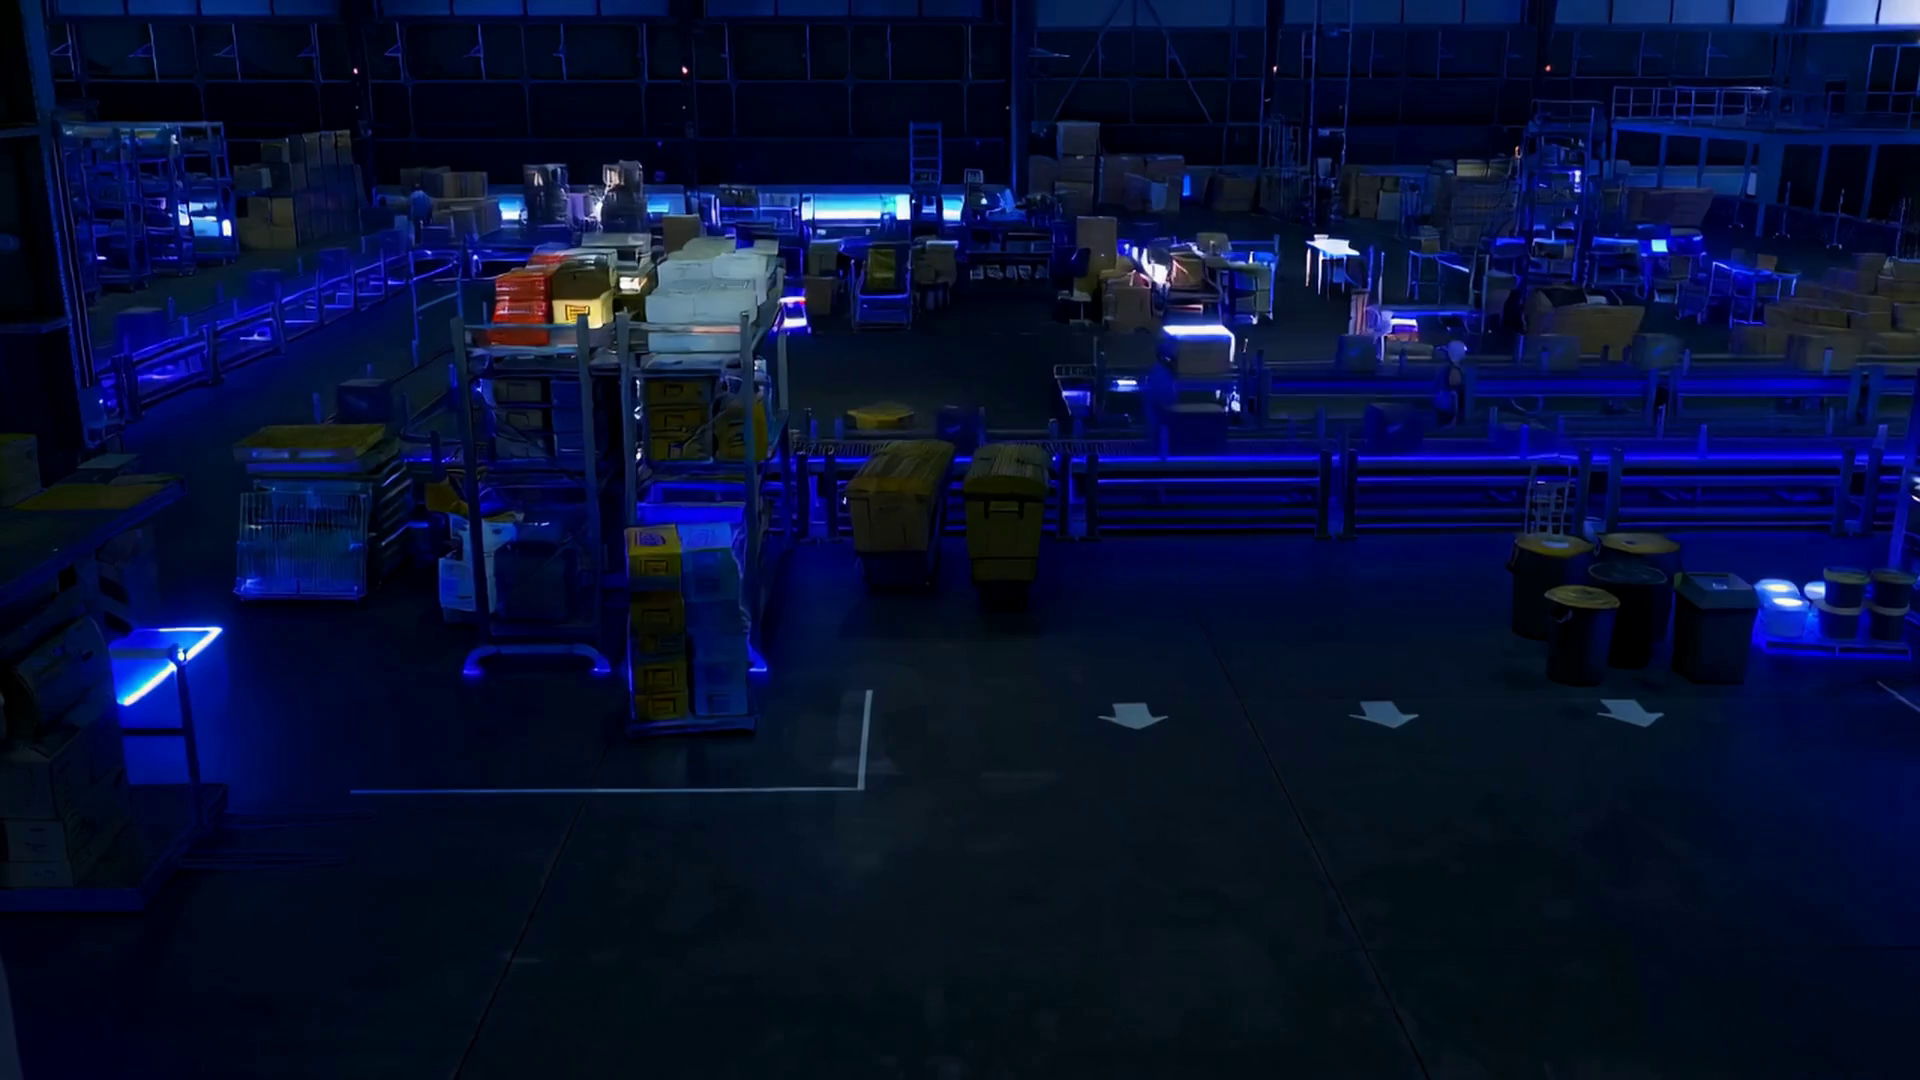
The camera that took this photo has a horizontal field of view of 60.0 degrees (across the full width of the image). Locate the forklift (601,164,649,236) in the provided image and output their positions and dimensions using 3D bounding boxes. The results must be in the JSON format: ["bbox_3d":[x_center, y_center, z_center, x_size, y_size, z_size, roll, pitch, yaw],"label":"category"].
[{"bbox_3d":[-9.948,-10.127,49.296,1.157,1.987,2.680,-1,16,-3],"label":"forklift"}]

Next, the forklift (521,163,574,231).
[{"bbox_3d":[-12.233,-10.122,49.298,1.157,1.987,2.680,0,16,-1],"label":"forklift"}]

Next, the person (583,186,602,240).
[{"bbox_3d":[-9.910,-8.653,45.013,0.591,1.837,0.403,11,19,34],"label":"person"}]

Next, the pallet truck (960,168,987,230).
[{"bbox_3d":[0.383,-10.230,50.206,0.823,1.965,1.885,-1,16,-3],"label":"pallet truck"}]

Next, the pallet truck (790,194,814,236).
[{"bbox_3d":[-4.814,-9.883,50.259,0.704,1.261,1.522,-1,16,-3],"label":"pallet truck"}]

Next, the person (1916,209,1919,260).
[{"bbox_3d":[24.010,-7.643,41.150,0.605,2.034,0.397,12,20,36],"label":"person"}]

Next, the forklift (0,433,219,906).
[{"bbox_3d":[-5.952,0.780,10.366,1.873,2.768,1.129,0,16,-1],"label":"forklift"}]

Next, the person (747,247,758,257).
[{"bbox_3d":[-3.877,-4.600,31.089,0.395,1.740,0.544,15,22,41],"label":"person"}]

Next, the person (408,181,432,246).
[{"bbox_3d":[-14.842,-8.899,45.756,0.639,1.902,0.407,-11,19,-33],"label":"person"}]

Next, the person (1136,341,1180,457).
[{"bbox_3d":[2.417,-1.535,20.348,0.883,1.804,0.593,0,16,-1],"label":"person"}]

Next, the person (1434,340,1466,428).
[{"bbox_3d":[6.152,-1.715,21.173,0.519,1.686,0.543,0,16,0],"label":"person"}]

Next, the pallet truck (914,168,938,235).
[{"bbox_3d":[-0.989,-10.316,50.507,0.823,1.965,1.885,1,16,3],"label":"pallet truck"}]

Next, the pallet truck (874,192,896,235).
[{"bbox_3d":[-2.277,-9.986,50.594,0.653,1.274,1.630,0,16,-1],"label":"pallet truck"}]

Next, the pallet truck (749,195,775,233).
[{"bbox_3d":[-6.051,-9.967,50.660,0.680,1.201,1.601,0,16,-1],"label":"pallet truck"}]
